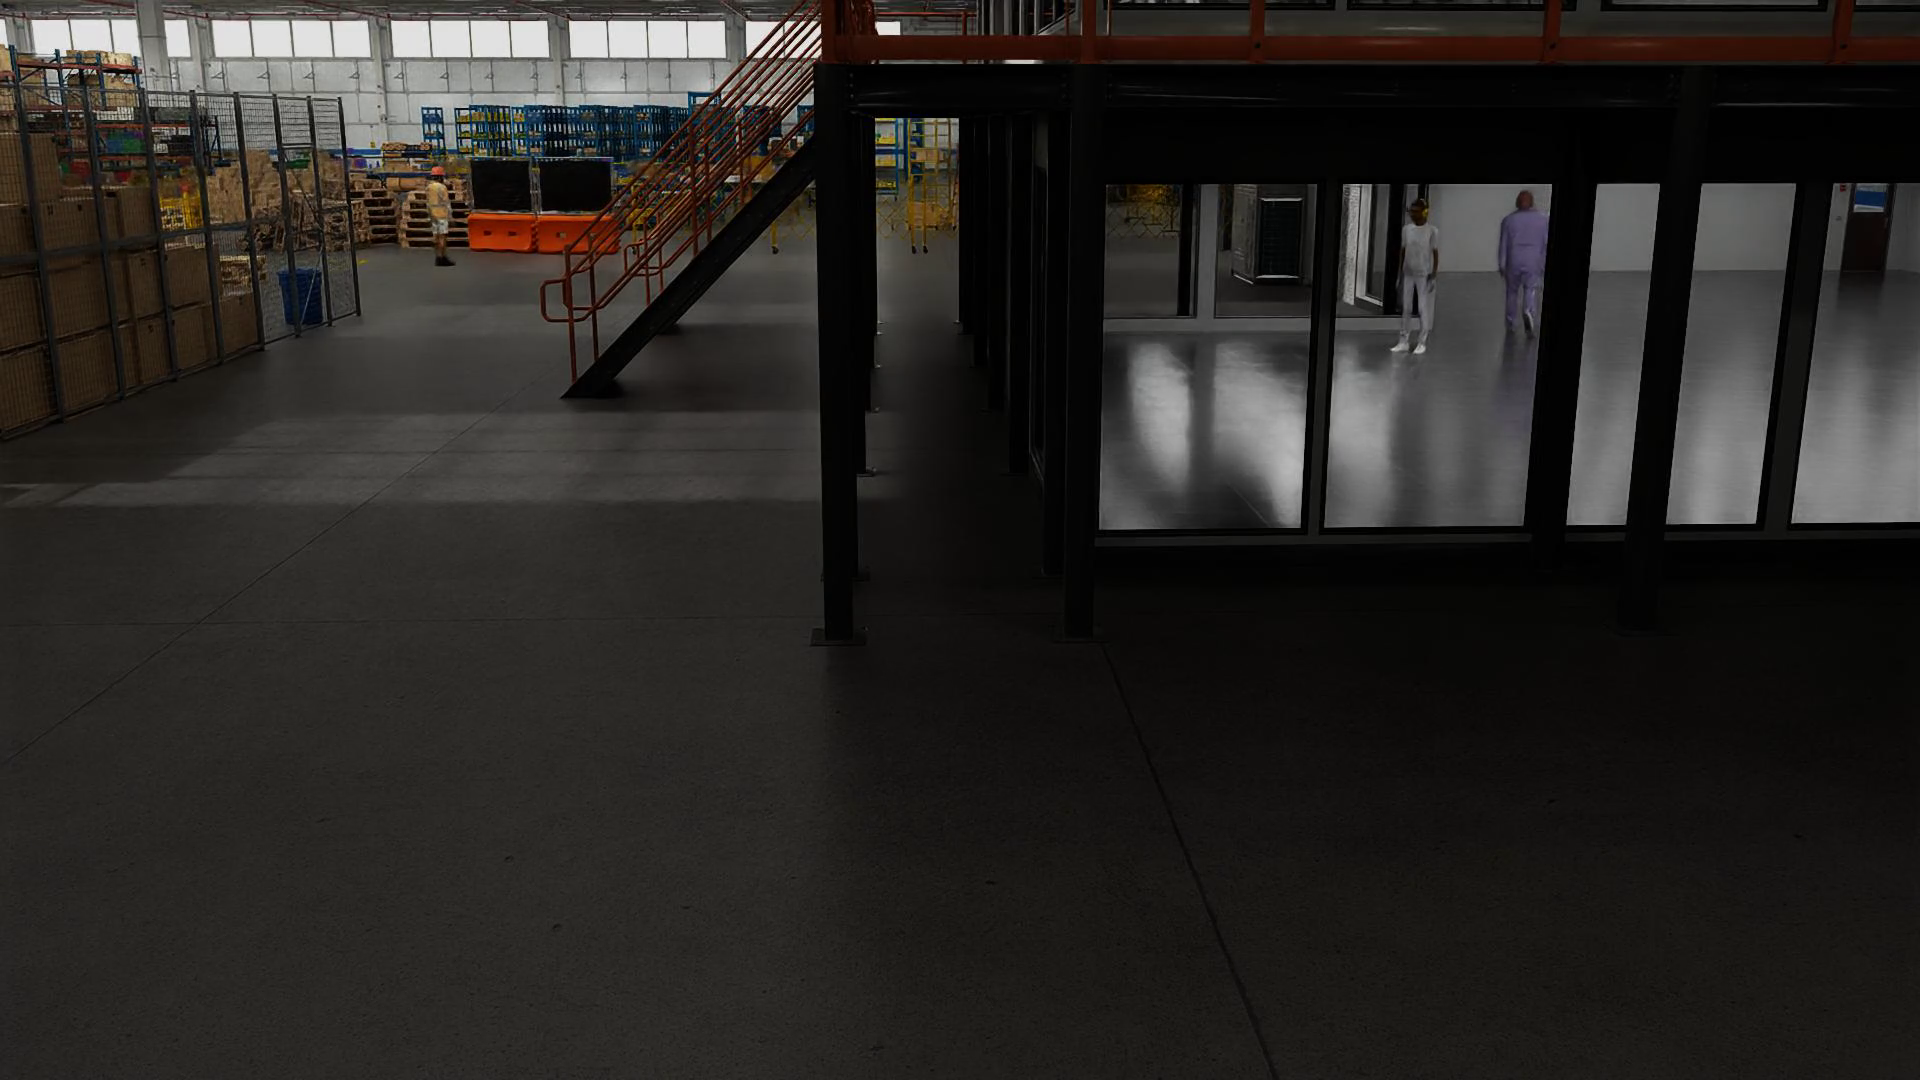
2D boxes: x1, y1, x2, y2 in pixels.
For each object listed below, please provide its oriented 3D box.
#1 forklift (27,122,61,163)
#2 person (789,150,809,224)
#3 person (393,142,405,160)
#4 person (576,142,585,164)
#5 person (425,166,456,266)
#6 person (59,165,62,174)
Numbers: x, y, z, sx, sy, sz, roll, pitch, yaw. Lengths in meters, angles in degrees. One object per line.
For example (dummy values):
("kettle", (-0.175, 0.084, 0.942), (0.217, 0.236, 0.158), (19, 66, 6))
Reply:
("forklift", (-35.376, -14.773, 64.377), (1.129, 2.768, 1.873), (-1, 14, -2))
("person", (-4.545, -9.793, 46.208), (0.621, 2.028, 0.686), (9, 17, 31))
("person", (-24.798, -16.623, 73.677), (0.402, 1.942, 0.604), (7, 16, 26))
("person", (-19.131, -19.159, 84.041), (0.403, 1.827, 0.599), (-11, 18, -38))
("person", (-10.180, -6.340, 32.587), (0.550, 1.935, 0.372), (7, 16, 27))
("person", (-31.228, -12.406, 57.448), (0.268, 1.630, 0.507), (6, 15, 24))
